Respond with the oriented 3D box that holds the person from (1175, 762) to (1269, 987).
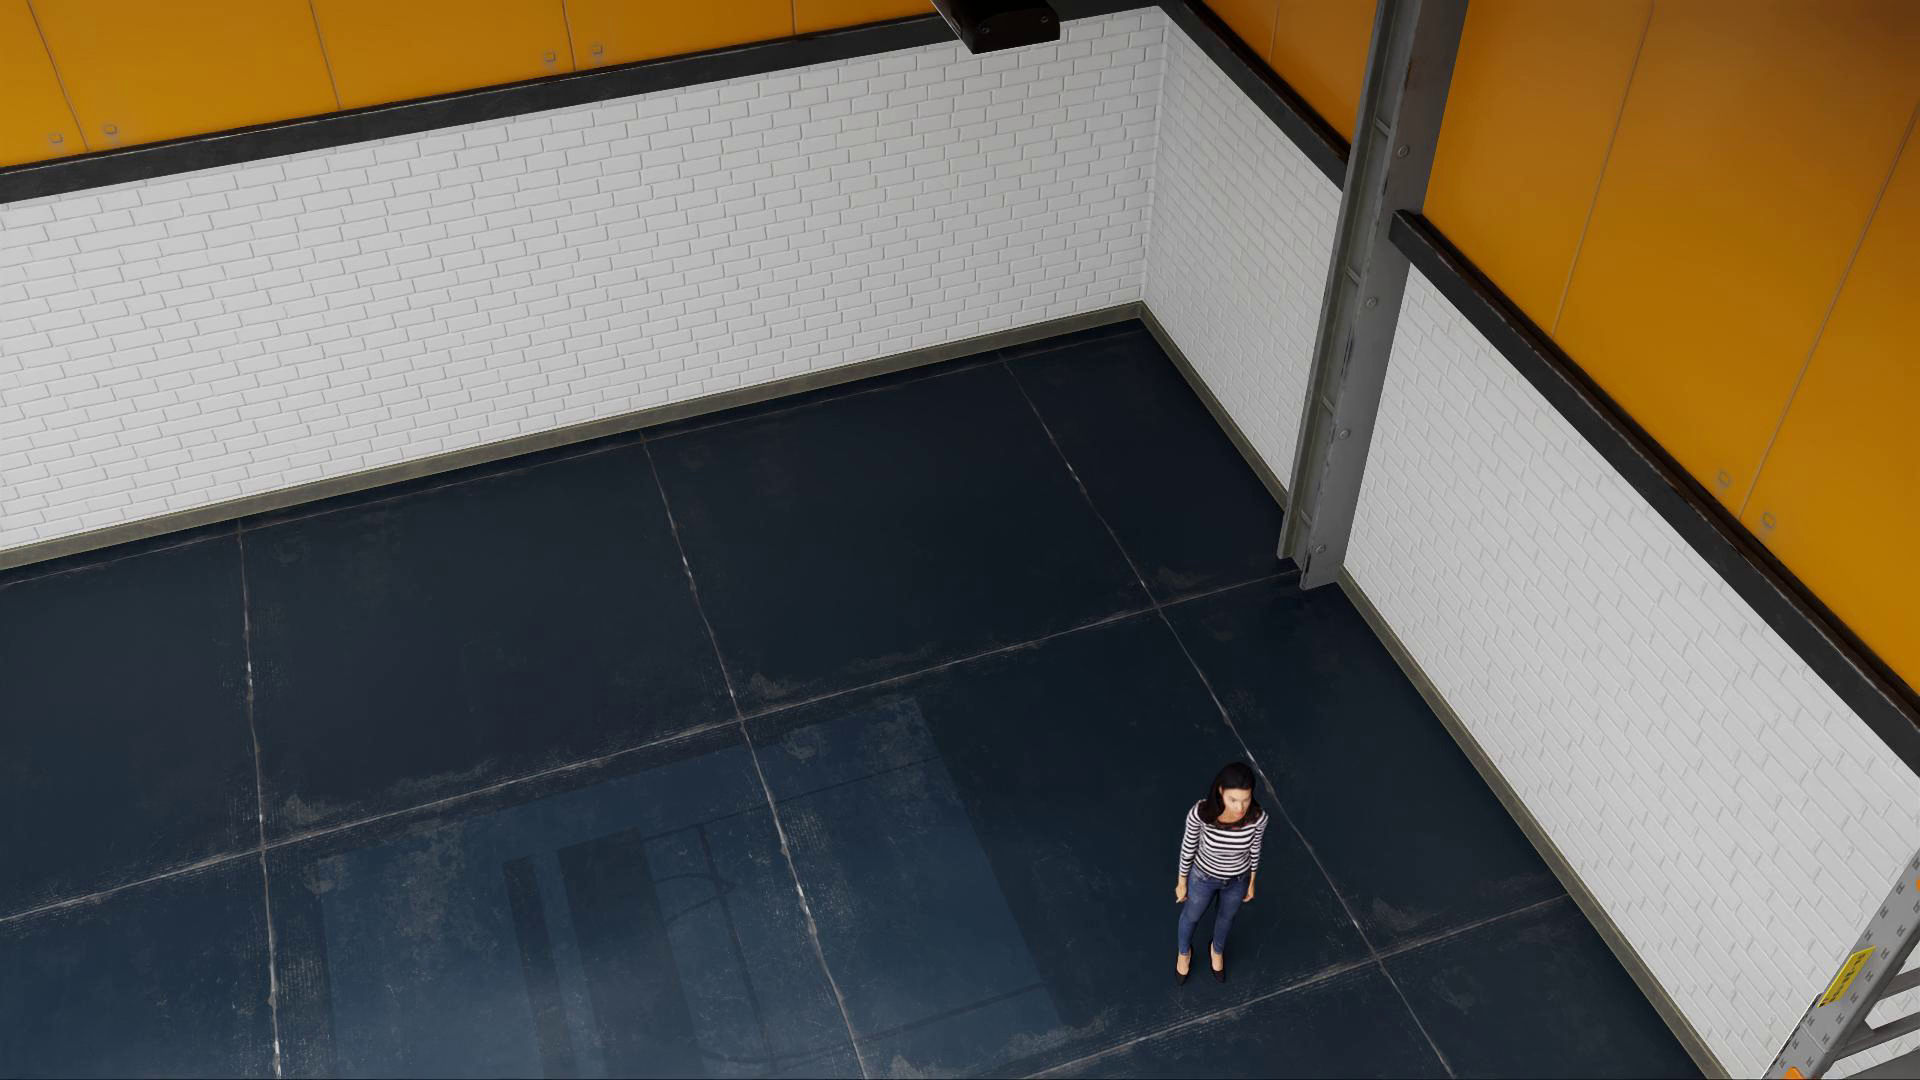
[{"bbox_3d":[1.381,1.810,8.920,0.630,1.796,0.577,-1,44,-2],"label":"person"}]
